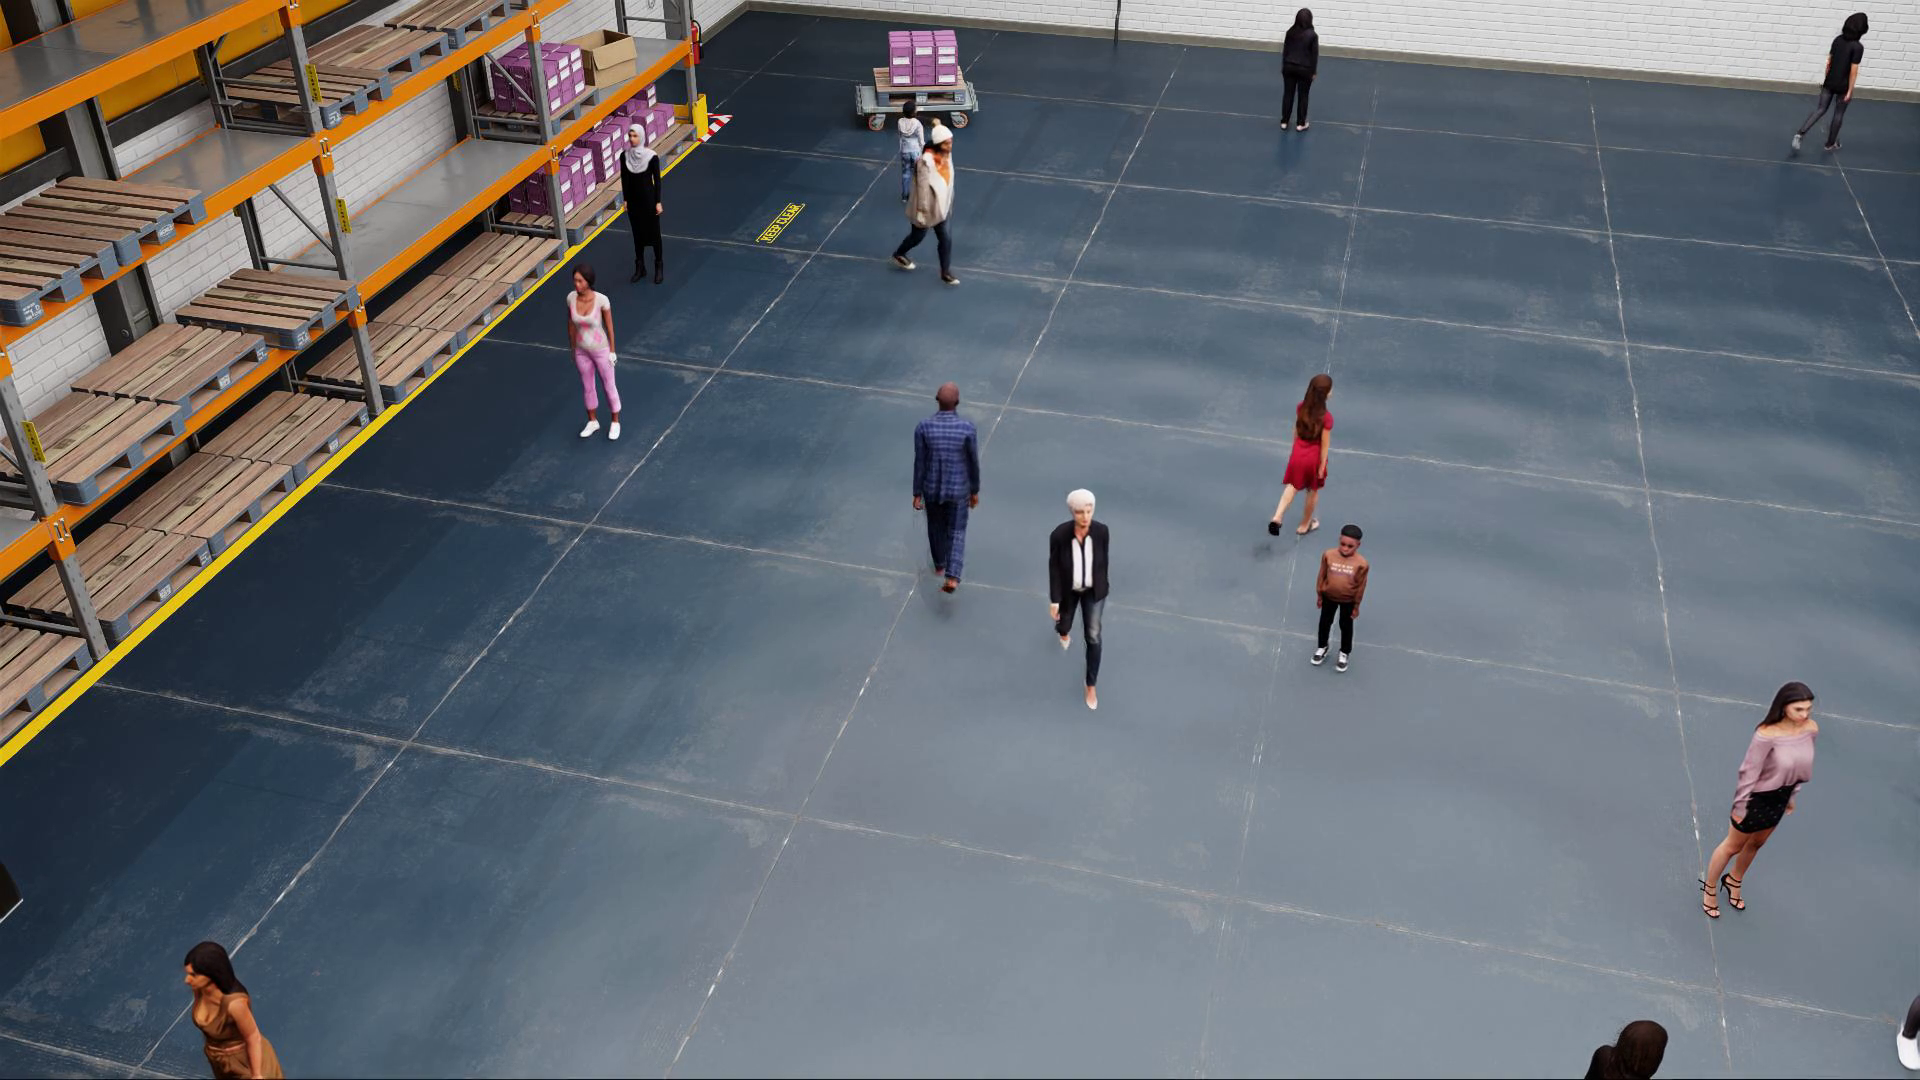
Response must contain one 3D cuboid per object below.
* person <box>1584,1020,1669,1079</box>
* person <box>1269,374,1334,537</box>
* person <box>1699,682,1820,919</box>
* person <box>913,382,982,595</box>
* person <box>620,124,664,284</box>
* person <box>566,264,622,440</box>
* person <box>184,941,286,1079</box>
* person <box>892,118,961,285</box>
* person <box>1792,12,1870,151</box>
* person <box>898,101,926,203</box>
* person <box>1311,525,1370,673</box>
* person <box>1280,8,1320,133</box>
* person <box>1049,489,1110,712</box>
[{"bbox_3d":[3.222,2.986,8.316,0.722,1.641,0.641,-14,36,-20],"label":"person"},{"bbox_3d":[2.869,-0.670,13.910,0.776,1.538,0.928,29,43,36],"label":"person"},{"bbox_3d":[4.931,1.605,10.241,0.707,1.811,0.710,-9,35,-14],"label":"person"},{"bbox_3d":[-0.110,-0.363,13.224,0.830,1.787,1.066,-1,34,-2],"label":"person"},{"bbox_3d":[-3.478,-3.696,18.244,0.618,1.780,0.552,5,34,8],"label":"person"},{"bbox_3d":[-3.374,-1.735,15.330,0.598,1.741,0.527,6,34,8],"label":"person"},{"bbox_3d":[-3.757,2.709,8.689,0.620,1.690,0.597,19,38,26],"label":"person"},{"bbox_3d":[-0.392,-3.713,18.212,1.104,1.843,1.210,26,42,34],"label":"person"},{"bbox_3d":[11.306,-5.899,21.532,1.101,1.810,1.064,-16,37,-22],"label":"person"},{"bbox_3d":[-0.594,-4.744,20.290,0.497,1.261,0.515,12,36,18],"label":"person"},{"bbox_3d":[2.875,0.413,12.538,0.556,1.252,0.533,17,37,23],"label":"person"},{"bbox_3d":[4.548,-6.318,22.336,0.696,1.616,0.692,16,37,22],"label":"person"},{"bbox_3d":[0.896,0.356,12.268,0.921,1.759,1.149,-2,34,-3],"label":"person"}]
